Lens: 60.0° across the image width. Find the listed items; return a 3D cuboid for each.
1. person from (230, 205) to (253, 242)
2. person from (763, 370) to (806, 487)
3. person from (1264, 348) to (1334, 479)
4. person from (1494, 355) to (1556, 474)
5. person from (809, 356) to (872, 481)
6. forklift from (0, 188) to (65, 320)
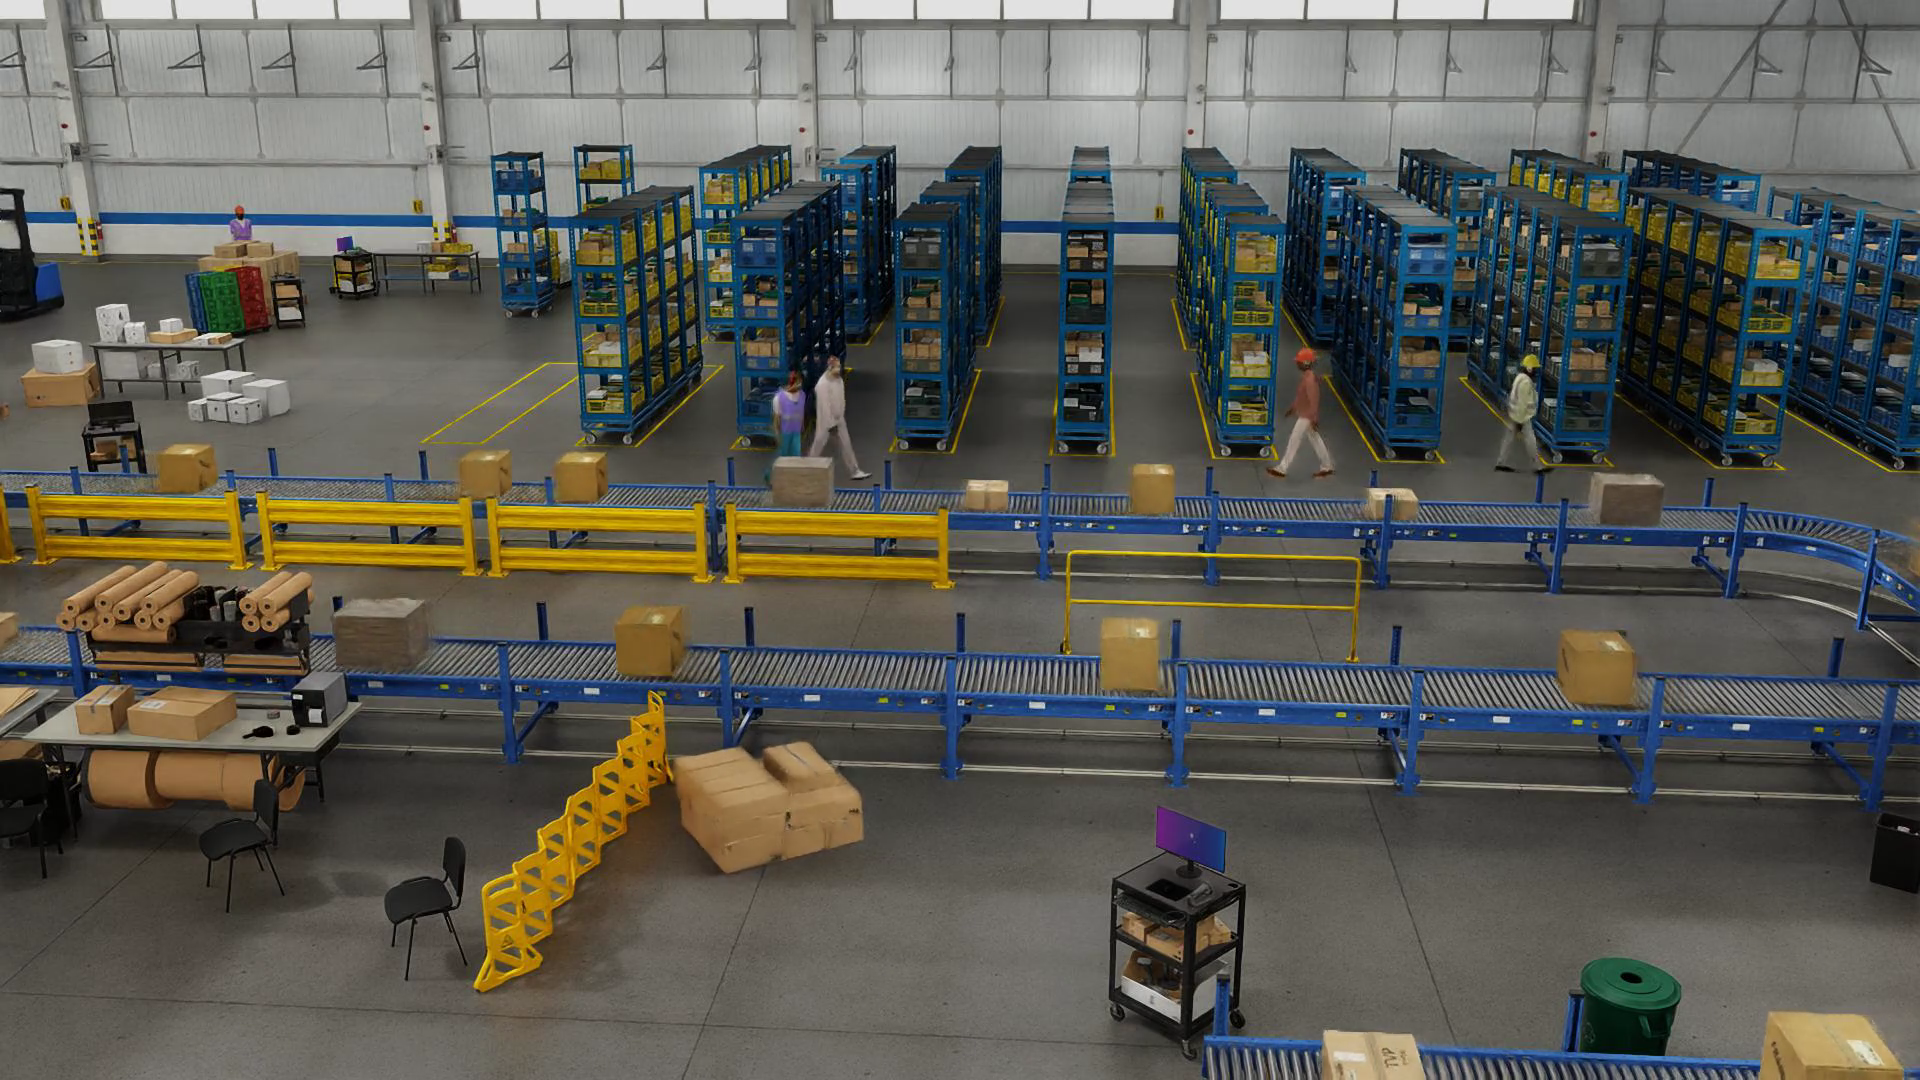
[{"bbox_3d":[-18.193,-7.520,42.251,0.364,1.935,0.553,15,23,40],"label":"person"},{"bbox_3d":[-2.459,-1.509,23.434,0.751,1.804,0.613,15,23,40],"label":"person"},{"bbox_3d":[5.026,-1.827,24.186,1.013,1.947,0.614,4,18,11],"label":"person"},{"bbox_3d":[8.364,-1.826,24.413,0.898,1.788,0.628,3,18,8],"label":"person"},{"bbox_3d":[-1.823,-1.742,24.067,1.012,1.845,0.645,8,19,24],"label":"person"},{"bbox_3d":[-21.370,-6.490,37.437,1.129,2.768,1.873,1,18,4],"label":"forklift"}]
